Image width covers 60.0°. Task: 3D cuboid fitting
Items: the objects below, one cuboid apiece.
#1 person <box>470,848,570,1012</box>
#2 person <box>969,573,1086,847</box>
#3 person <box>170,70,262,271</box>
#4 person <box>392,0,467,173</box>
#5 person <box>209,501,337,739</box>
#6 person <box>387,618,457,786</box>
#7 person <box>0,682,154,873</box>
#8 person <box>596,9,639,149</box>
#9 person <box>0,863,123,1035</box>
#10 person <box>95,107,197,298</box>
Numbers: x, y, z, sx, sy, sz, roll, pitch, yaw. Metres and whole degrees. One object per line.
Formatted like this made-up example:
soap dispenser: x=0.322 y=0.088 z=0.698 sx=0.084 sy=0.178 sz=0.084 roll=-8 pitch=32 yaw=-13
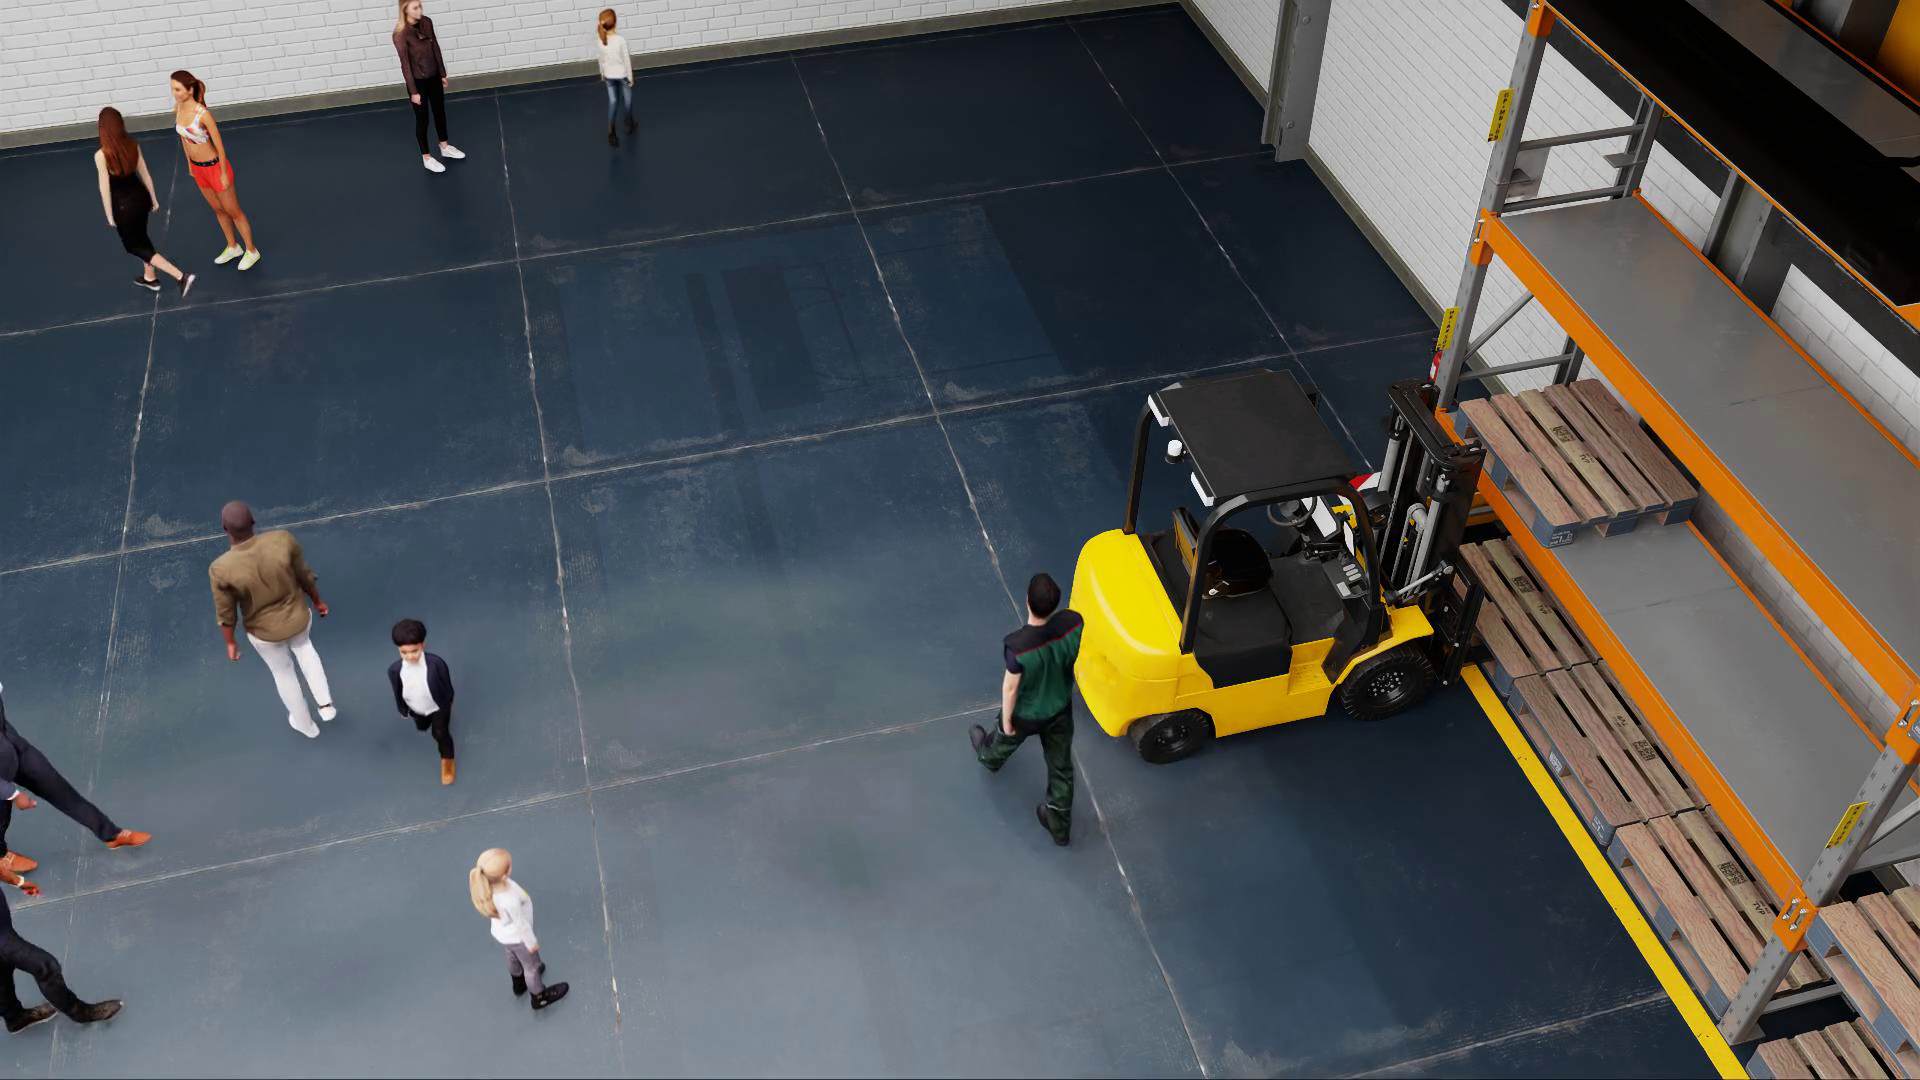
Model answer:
person: x=-2.377 y=2.078 z=8.834 sx=0.578 sy=1.278 sz=0.649 roll=34 pitch=53 yaw=31
person: x=0.515 y=1.022 z=9.534 sx=0.901 sy=1.841 sz=1.278 roll=-22 pitch=48 yaw=-21
person: x=-6.249 y=-3.096 z=13.892 sx=0.686 sy=1.791 sz=0.740 roll=20 pitch=47 yaw=19
person: x=-4.868 y=-4.174 z=15.090 sx=0.728 sy=1.700 sz=0.669 roll=22 pitch=48 yaw=21
person: x=-4.078 y=0.531 z=10.068 sx=0.886 sy=1.815 sz=0.915 roll=33 pitch=53 yaw=30
person: x=-3.250 y=0.913 z=10.103 sx=0.582 sy=1.214 sz=0.810 roll=-4 pitch=44 yaw=-4
person: x=-5.462 y=1.288 z=9.302 sx=1.004 sy=1.776 sz=1.213 roll=1 pitch=44 yaw=1
person: x=-3.219 y=-4.289 z=15.501 sx=0.705 sy=1.300 sz=0.899 roll=8 pitch=44 yaw=9
person: x=-5.074 y=2.032 z=8.535 sx=0.815 sy=1.757 sz=0.829 roll=-21 pitch=47 yaw=-20
person: x=-6.676 y=-2.687 z=13.535 sx=1.035 sy=1.692 sz=1.023 roll=14 pitch=45 yaw=15
